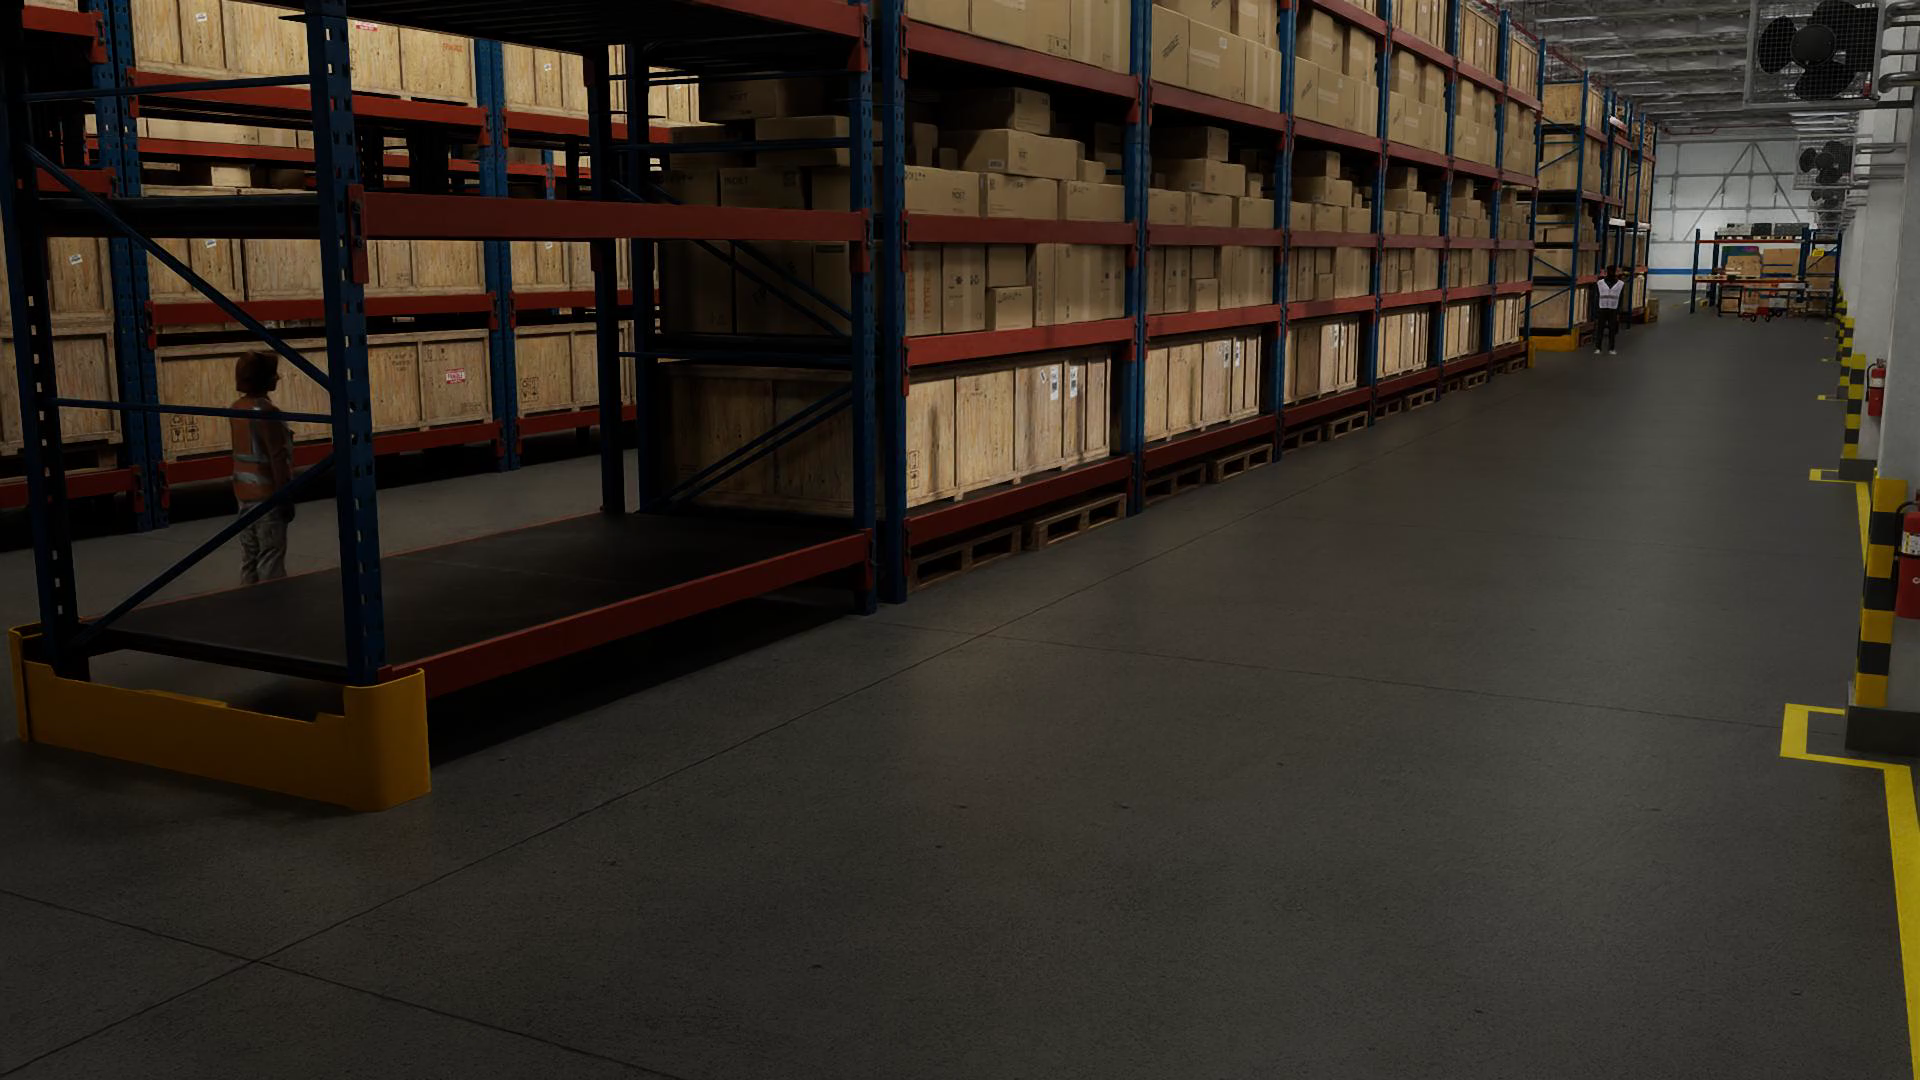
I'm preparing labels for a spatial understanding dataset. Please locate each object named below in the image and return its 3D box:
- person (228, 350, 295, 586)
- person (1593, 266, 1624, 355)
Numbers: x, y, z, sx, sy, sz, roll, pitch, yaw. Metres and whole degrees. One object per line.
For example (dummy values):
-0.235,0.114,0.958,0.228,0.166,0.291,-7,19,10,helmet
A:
-3.866,-0.228,9.251,0.512,1.642,0.312,9,13,42,person
13.916,-4.920,35.698,0.620,1.897,0.487,3,10,17,person
